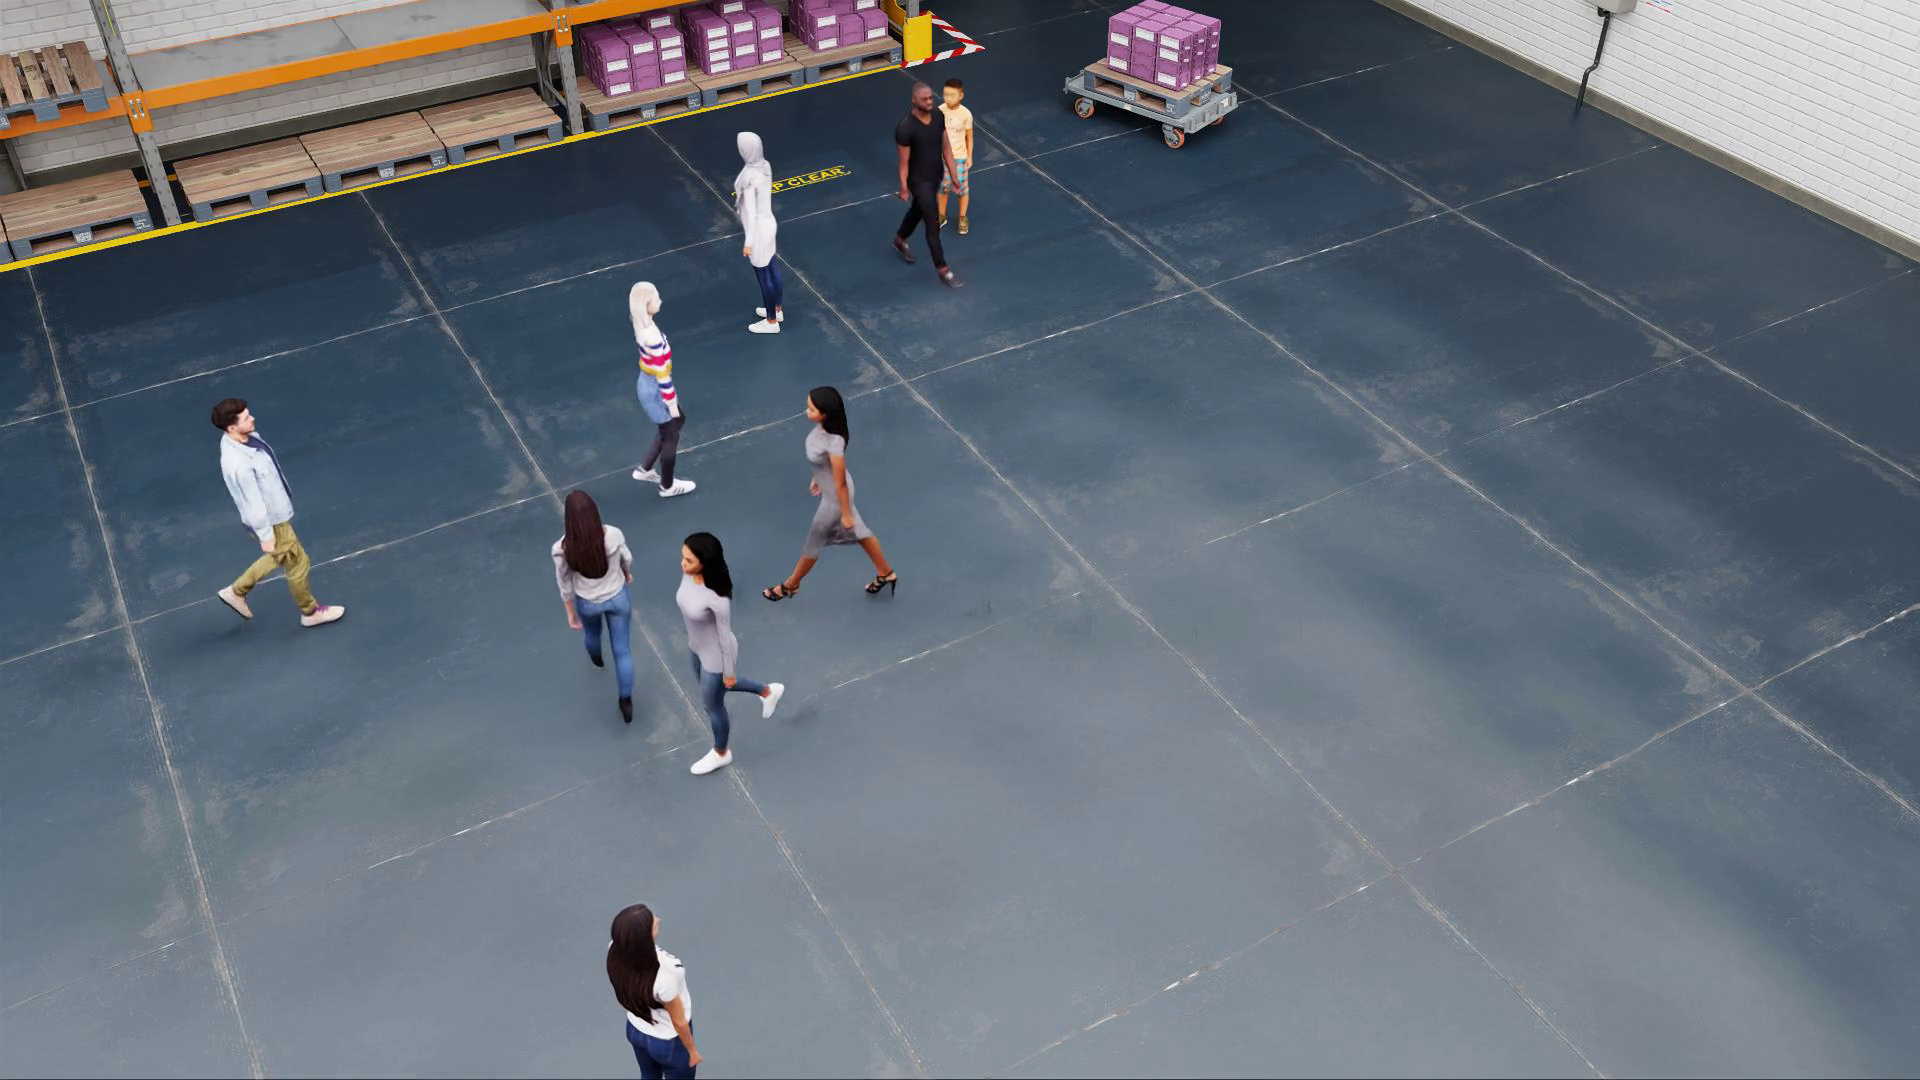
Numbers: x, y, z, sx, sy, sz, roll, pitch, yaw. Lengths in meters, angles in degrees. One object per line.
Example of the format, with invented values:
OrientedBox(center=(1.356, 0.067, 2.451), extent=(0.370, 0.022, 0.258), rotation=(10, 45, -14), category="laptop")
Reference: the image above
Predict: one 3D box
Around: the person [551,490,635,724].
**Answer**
OrientedBox(center=(-2.160, 0.441, 10.185), extent=(1.007, 1.586, 0.829), rotation=(-11, 40, -14), category="person")

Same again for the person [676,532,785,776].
OrientedBox(center=(-1.371, 0.631, 9.843), extent=(0.939, 1.716, 0.635), rotation=(-23, 44, -26), category="person")

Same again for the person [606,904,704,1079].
OrientedBox(center=(-1.398, 2.305, 7.700), extent=(0.656, 1.774, 0.633), rotation=(27, 46, 30), category="person")

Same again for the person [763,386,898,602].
OrientedBox(center=(-0.720, -0.252, 10.946), extent=(1.229, 1.721, 0.938), rotation=(-3, 39, -4), category="person")

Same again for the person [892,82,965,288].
OrientedBox(center=(-0.367, -3.154, 14.537), extent=(0.973, 1.773, 1.220), rotation=(31, 48, 33), category="person")

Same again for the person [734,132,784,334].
OrientedBox(center=(-1.647, -2.543, 13.769), extent=(0.746, 1.776, 0.685), rotation=(10, 40, 12), category="person")

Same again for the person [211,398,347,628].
OrientedBox(center=(-4.547, -0.124, 10.726), extent=(1.043, 1.794, 0.795), rotation=(-12, 40, -15), category="person")

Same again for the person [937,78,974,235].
OrientedBox(center=(-0.063, -3.536, 15.265), extent=(0.599, 1.461, 0.659), rotation=(9, 40, 11), category="person")

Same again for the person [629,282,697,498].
OrientedBox(center=(-2.235, -1.042, 11.872), extent=(0.726, 1.798, 0.699), rotation=(-15, 41, -17), category="person")
